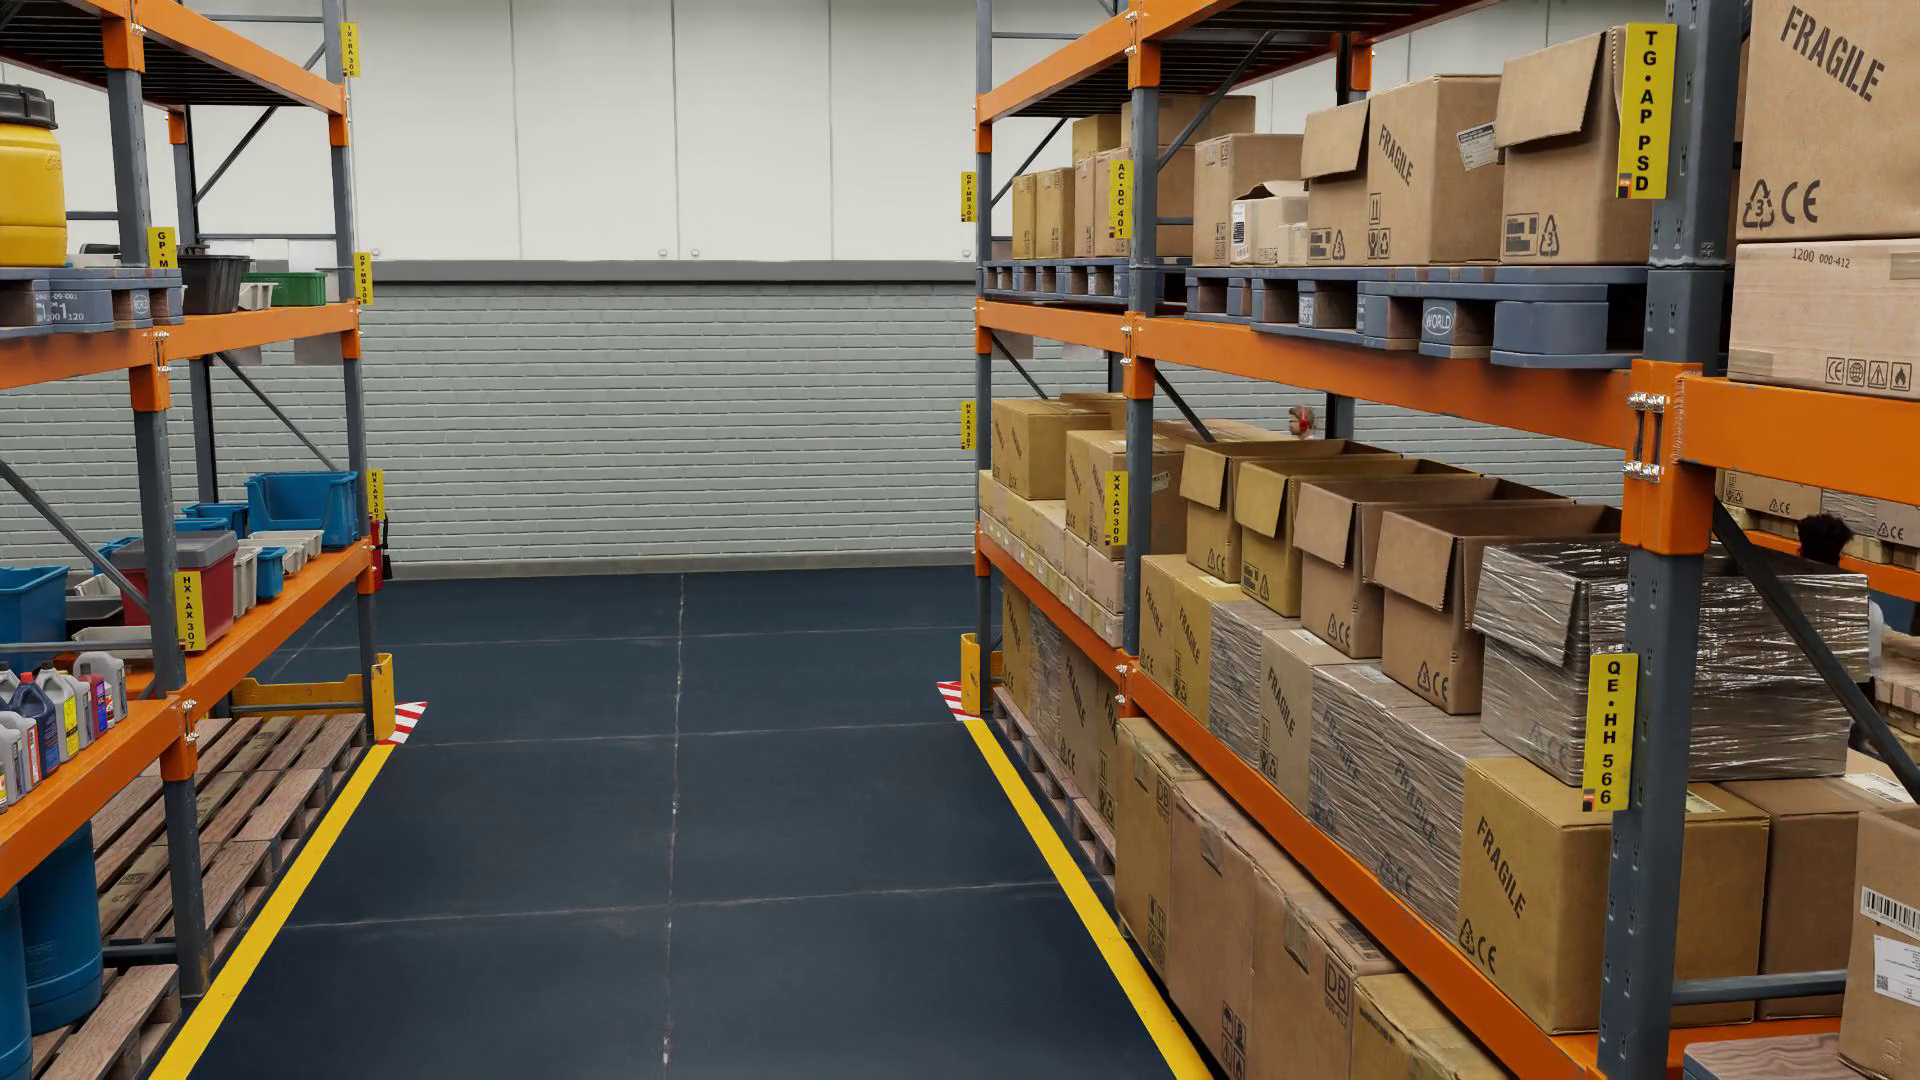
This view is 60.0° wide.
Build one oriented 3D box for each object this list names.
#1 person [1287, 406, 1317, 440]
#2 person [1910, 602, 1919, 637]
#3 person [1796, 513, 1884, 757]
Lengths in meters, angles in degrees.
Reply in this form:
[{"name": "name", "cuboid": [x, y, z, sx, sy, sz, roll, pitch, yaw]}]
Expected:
[{"name": "person", "cuboid": [3.072, -0.292, 14.954, 0.456, 1.824, 0.590, 1, 9, 5]}, {"name": "person", "cuboid": [6.984, 0.136, 11.741, 0.642, 2.008, 0.615, 6, 11, 32]}, {"name": "person", "cuboid": [3.933, 0.836, 7.724, 0.602, 1.938, 0.961, 1, 9, 7]}]
